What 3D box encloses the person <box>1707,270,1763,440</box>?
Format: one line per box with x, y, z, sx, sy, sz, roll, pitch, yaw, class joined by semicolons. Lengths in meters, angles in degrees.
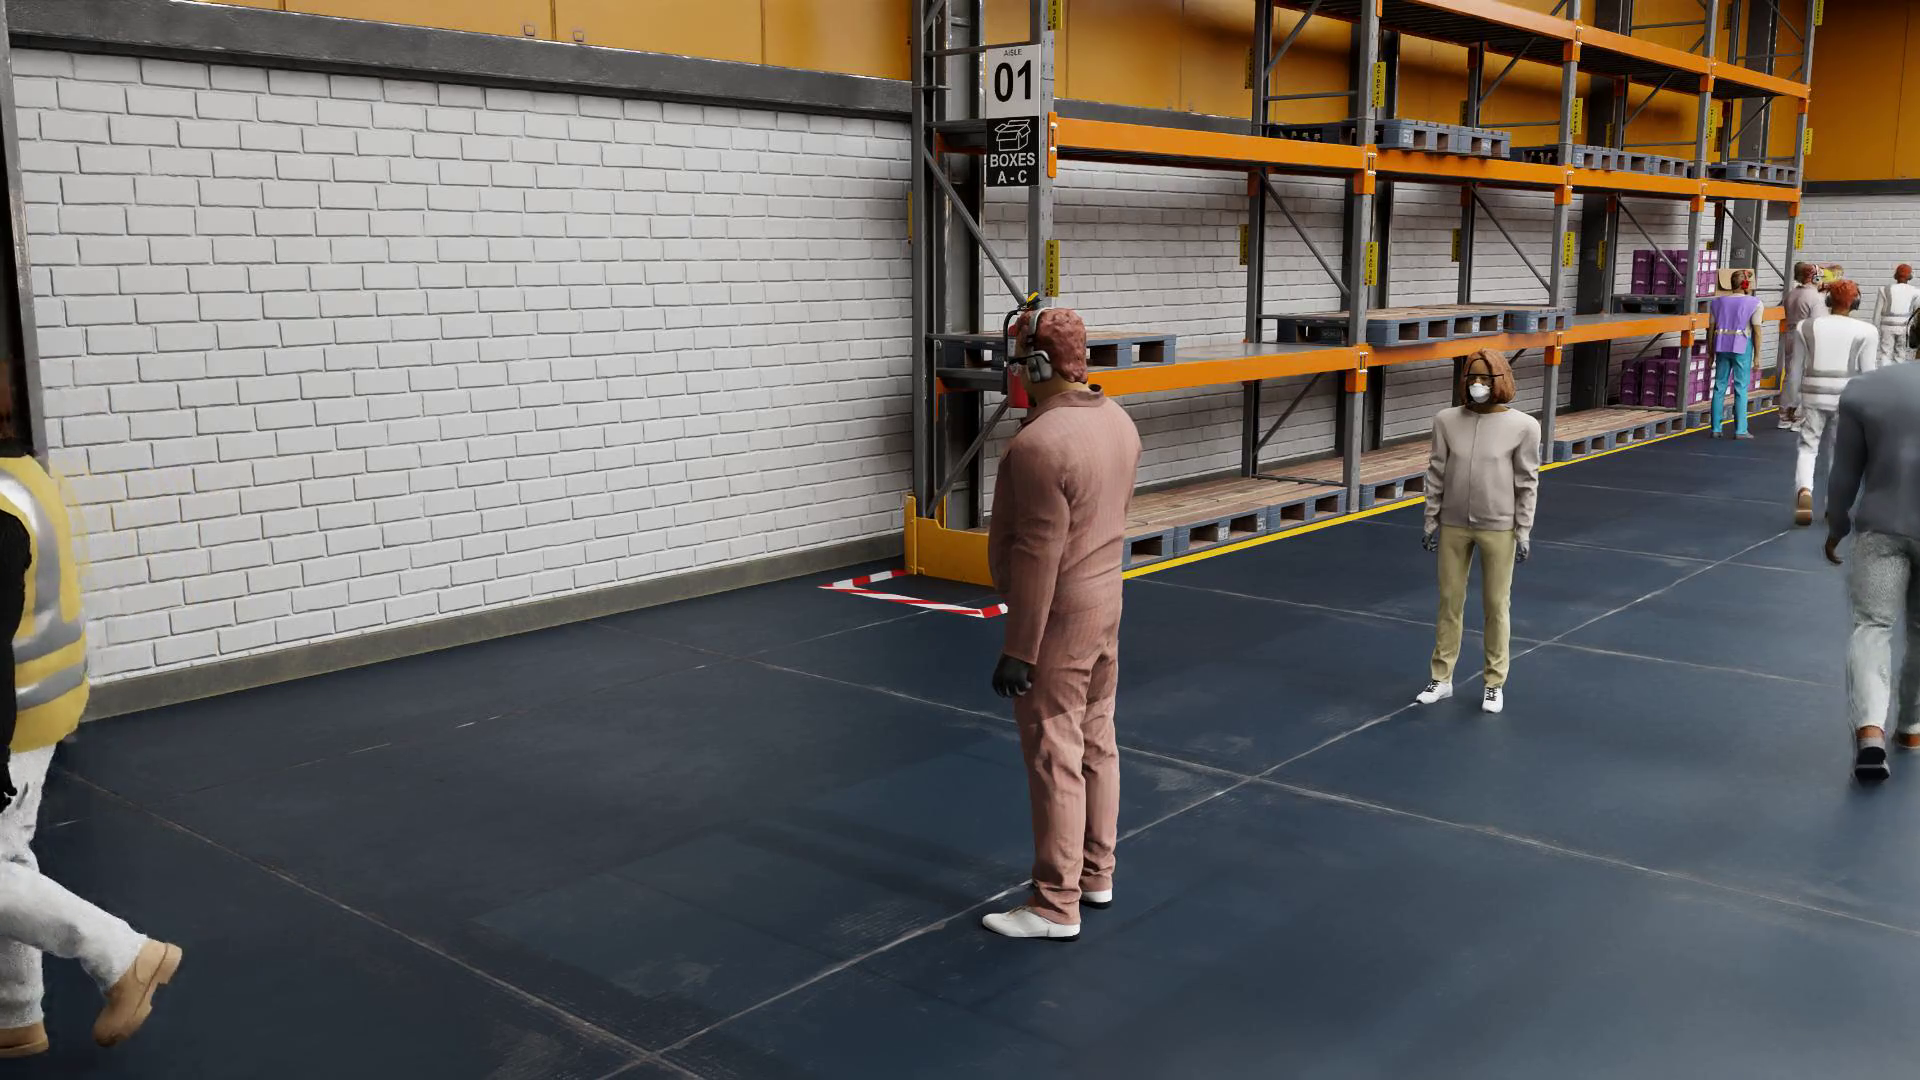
8.392;-2.005;18.064;0.394;1.841;0.564;-9;13;-42;person

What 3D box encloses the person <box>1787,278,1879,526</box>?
6.468;-1.015;12.385;0.585;1.860;0.785;6;12;31;person

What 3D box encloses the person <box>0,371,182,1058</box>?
-2.359;0.447;4.150;0.536;1.823;0.642;-4;11;-22;person

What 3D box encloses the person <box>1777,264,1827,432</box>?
9.592;-2.170;18.860;0.400;1.900;0.636;-1;10;-5;person

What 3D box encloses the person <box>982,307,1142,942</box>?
0.282;0.256;5.028;0.407;1.902;0.639;5;11;29;person

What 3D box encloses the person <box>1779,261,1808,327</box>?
11.538;-2.894;22.996;0.422;1.891;0.728;7;12;36;person

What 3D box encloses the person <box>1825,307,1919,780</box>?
3.756;-0.014;6.556;0.630;1.908;0.941;5;11;29;person

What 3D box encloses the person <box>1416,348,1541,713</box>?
2.327;-0.043;7.482;0.498;1.634;0.278;7;12;33;person

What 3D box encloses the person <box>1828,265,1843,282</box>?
12.357;-3.004;23.792;0.665;1.843;0.847;1;10;4;person

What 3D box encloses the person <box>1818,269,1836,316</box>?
12.179;-2.922;23.536;0.596;1.789;0.826;-8;13;-37;person

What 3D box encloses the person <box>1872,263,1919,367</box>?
13.020;-2.907;23.134;0.594;1.864;0.788;3;11;19;person
